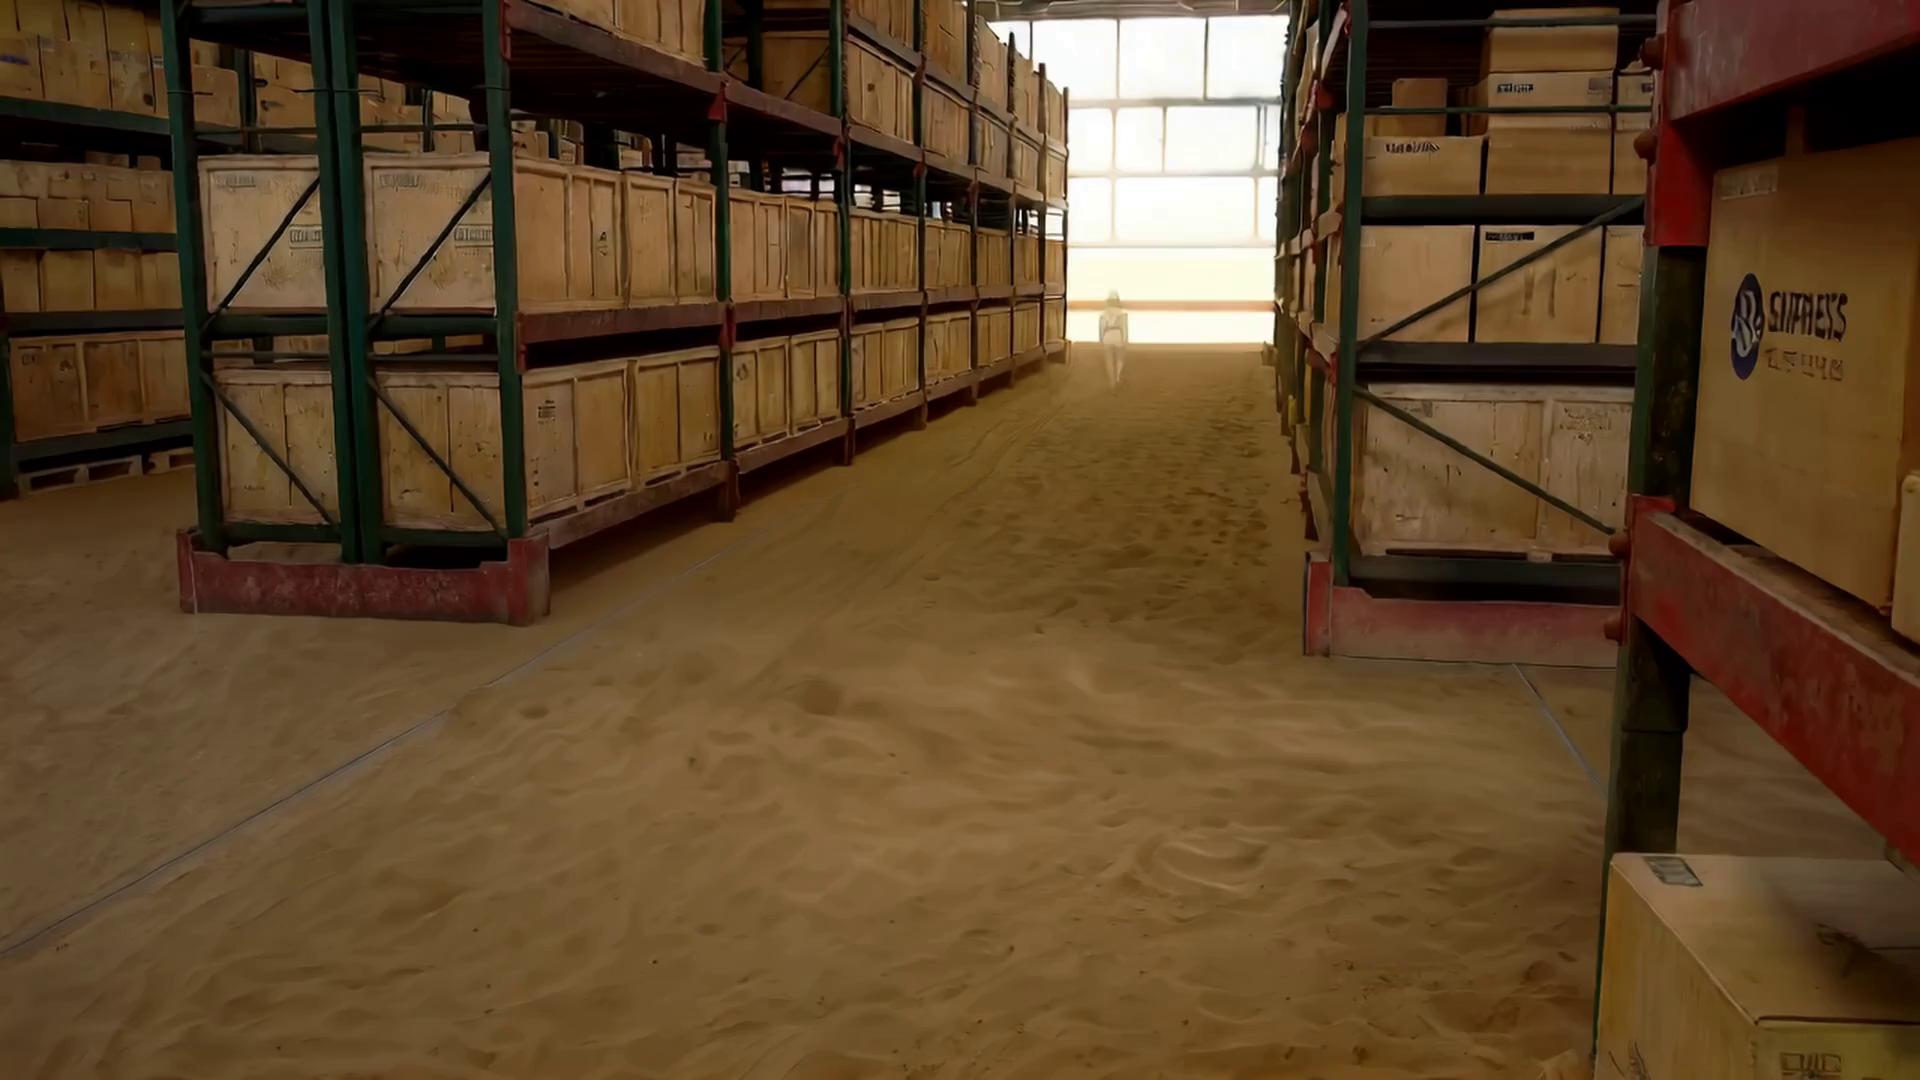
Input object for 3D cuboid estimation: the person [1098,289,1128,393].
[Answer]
[{"bbox_3d":[2.575,-3.351,28.008,0.506,1.725,0.525,1,9,4],"label":"person"}]
